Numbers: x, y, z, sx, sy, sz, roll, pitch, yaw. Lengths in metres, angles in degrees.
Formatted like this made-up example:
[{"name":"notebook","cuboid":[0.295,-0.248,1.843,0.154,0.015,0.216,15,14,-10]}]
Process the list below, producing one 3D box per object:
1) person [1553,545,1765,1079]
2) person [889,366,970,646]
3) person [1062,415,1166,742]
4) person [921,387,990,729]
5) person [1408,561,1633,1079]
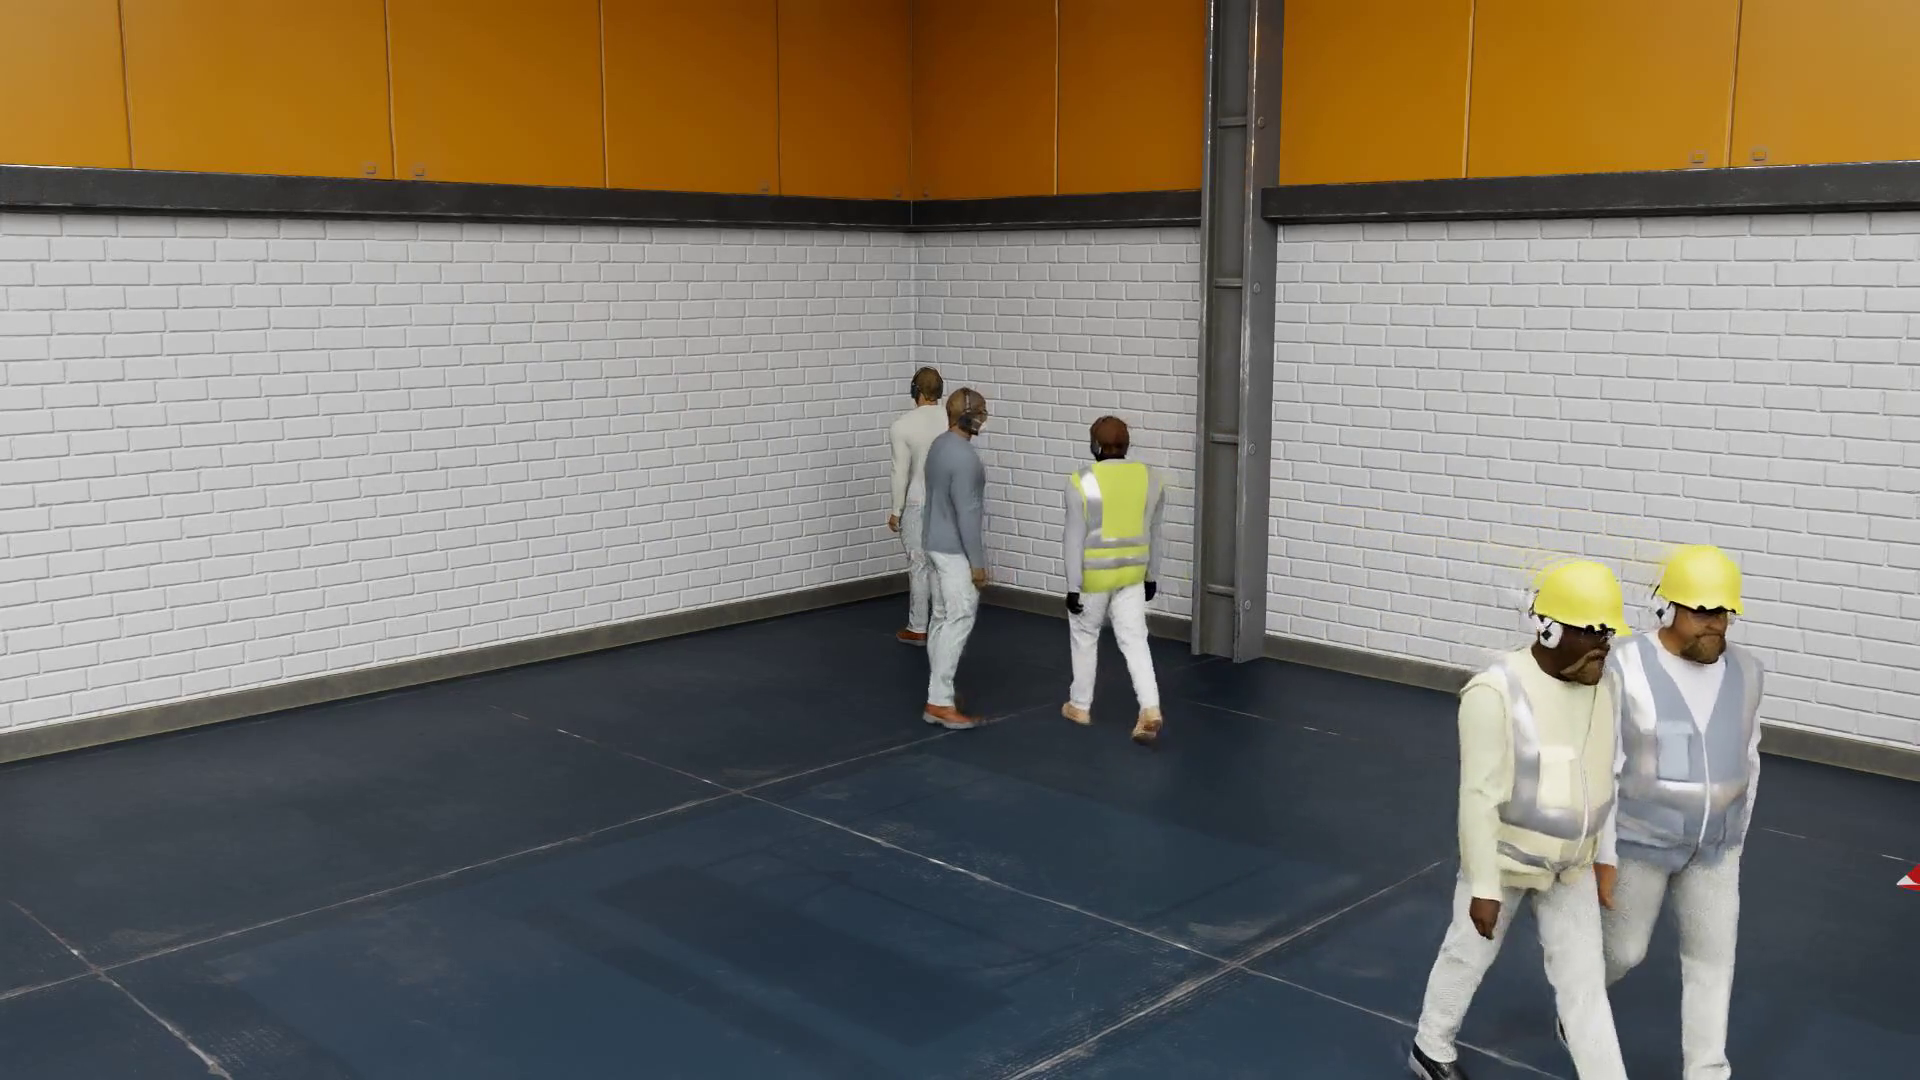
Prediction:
[{"name":"person","cuboid":[2.168,0.885,5.127,0.598,1.803,0.799,-1,9,-5]},{"name":"person","cuboid":[-0.223,-0.235,11.565,0.632,1.940,0.372,-6,11,-33]},{"name":"person","cuboid":[0.867,0.207,9.270,0.635,1.809,0.905,-4,10,-21]},{"name":"person","cuboid":[-0.066,0.087,9.613,0.443,1.939,0.780,-3,10,-18]},{"name":"person","cuboid":[1.701,0.930,4.914,0.627,1.777,0.979,-4,10,-22]}]
